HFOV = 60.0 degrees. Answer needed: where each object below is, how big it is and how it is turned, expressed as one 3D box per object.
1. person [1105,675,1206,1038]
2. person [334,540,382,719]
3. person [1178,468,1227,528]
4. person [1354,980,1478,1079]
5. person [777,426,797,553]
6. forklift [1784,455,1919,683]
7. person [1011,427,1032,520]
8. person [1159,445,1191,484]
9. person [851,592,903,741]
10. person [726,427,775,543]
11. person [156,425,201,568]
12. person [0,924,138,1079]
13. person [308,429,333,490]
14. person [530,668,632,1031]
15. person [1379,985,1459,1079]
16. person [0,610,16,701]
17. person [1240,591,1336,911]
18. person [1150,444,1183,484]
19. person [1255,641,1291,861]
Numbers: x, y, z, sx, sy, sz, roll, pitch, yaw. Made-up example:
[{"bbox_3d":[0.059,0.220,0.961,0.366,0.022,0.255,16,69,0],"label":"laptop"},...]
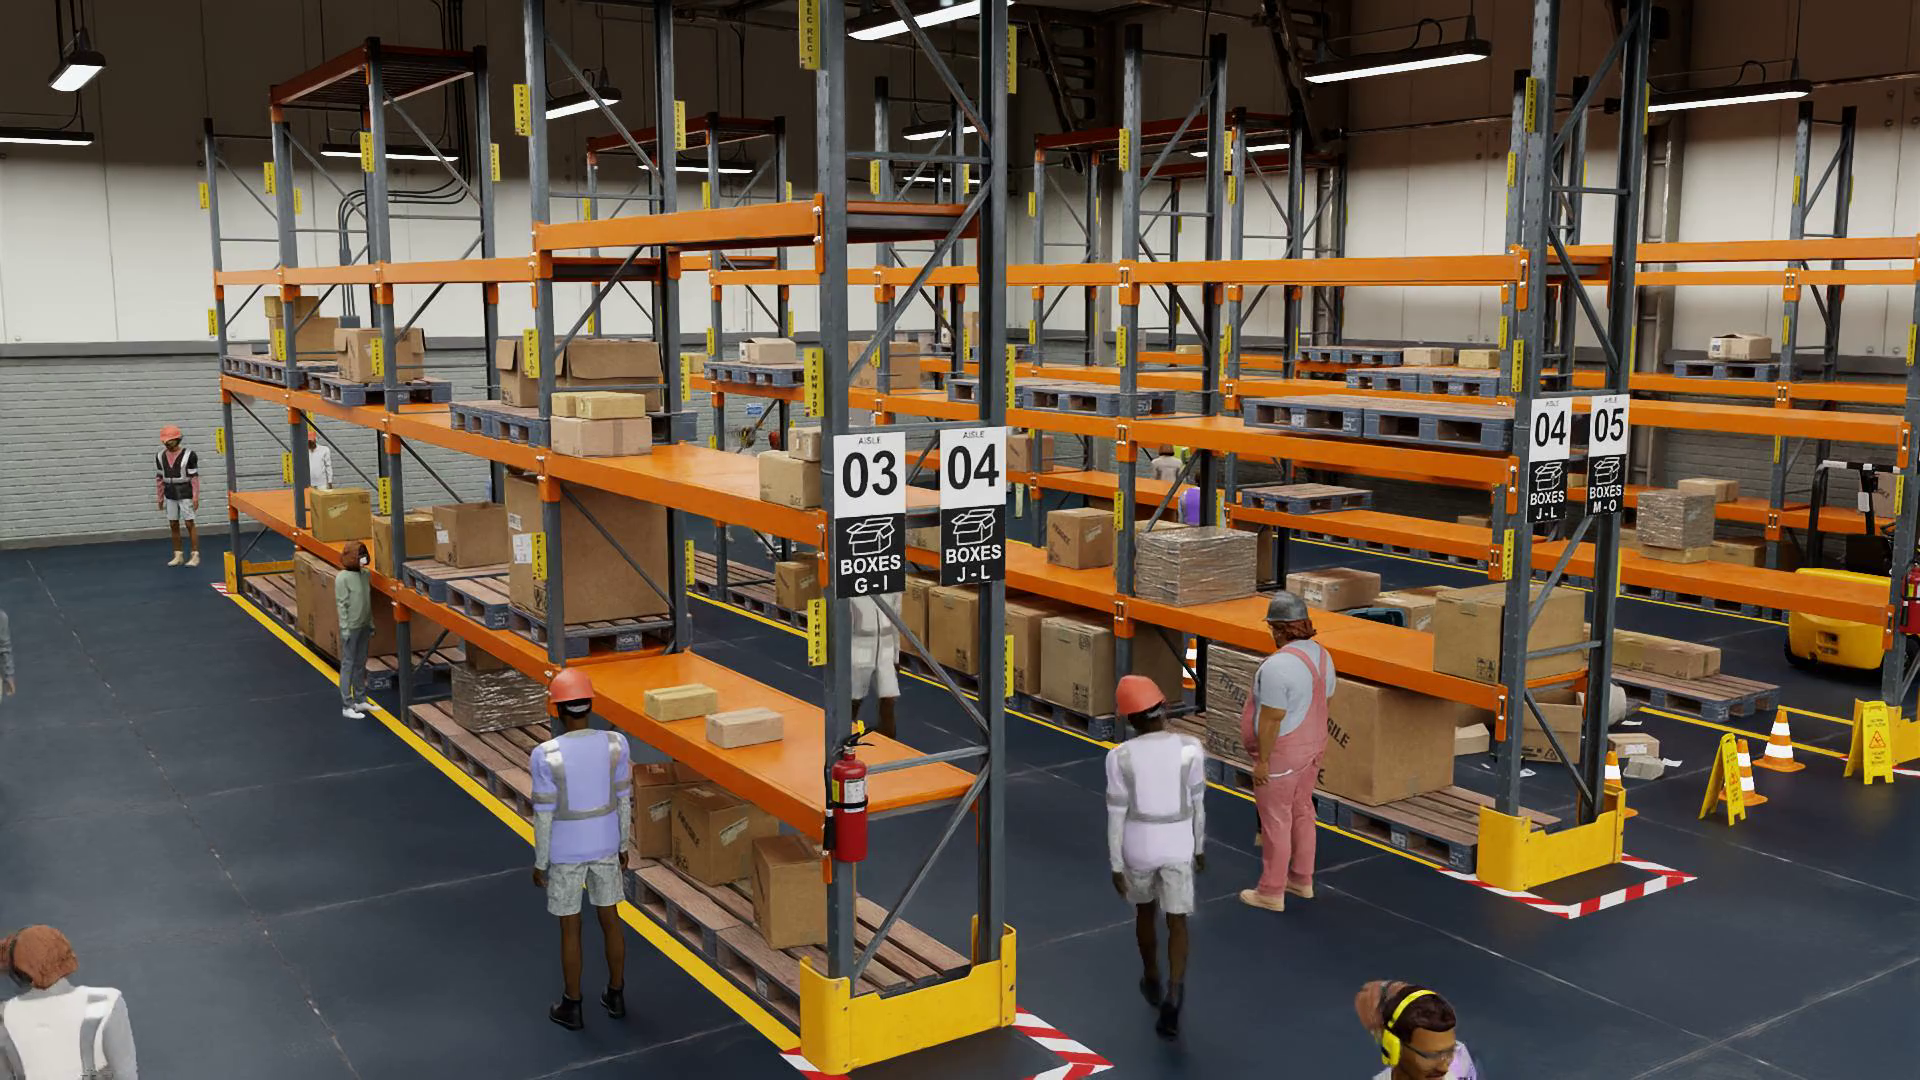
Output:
[{"bbox_3d":[1.050,1.661,8.830,0.557,1.884,0.845,0,9,1],"label":"person"},{"bbox_3d":[-5.549,0.811,15.305,0.279,1.634,0.497,2,9,11],"label":"person"},{"bbox_3d":[2.892,0.045,19.713,0.633,1.846,0.429,7,11,40],"label":"person"},{"bbox_3d":[1.594,2.281,5.621,0.540,1.592,0.540,-7,11,-39],"label":"person"},{"bbox_3d":[-2.620,-0.751,24.901,0.401,1.897,0.707,-1,9,-4],"label":"person"},{"bbox_3d":[9.643,0.253,17.172,2.313,2.155,1.214,-6,10,-33],"label":"forklift"},{"bbox_3d":[1.087,-1.218,28.493,0.580,1.739,0.388,-3,9,-17],"label":"person"},{"bbox_3d":[3.559,-1.068,27.609,0.536,1.696,0.322,1,9,9],"label":"person"},{"bbox_3d":[-0.734,0.930,13.365,0.630,1.990,1.069,-4,10,-26],"label":"person"},{"bbox_3d":[-3.347,-0.843,25.785,0.919,1.840,0.545,1,9,5],"label":"person"},{"bbox_3d":[-11.068,-0.614,23.508,0.610,2.029,0.409,1,9,6],"label":"person"},{"bbox_3d":[-3.294,2.195,6.140,0.527,1.612,0.396,-2,9,-12],"label":"person"},{"bbox_3d":[-10.332,-0.938,26.605,0.575,1.741,0.355,-3,9,-22],"label":"person"},{"bbox_3d":[-2.018,1.635,8.852,0.542,1.929,0.369,-6,10,-33],"label":"person"},{"bbox_3d":[1.338,2.238,5.048,0.535,1.864,0.309,-6,11,-36],"label":"person"},{"bbox_3d":[-7.667,1.107,12.963,0.537,1.742,0.676,-5,10,-31],"label":"person"},{"bbox_3d":[2.059,1.314,10.615,0.535,2.000,0.684,8,11,41],"label":"person"},{"bbox_3d":[3.169,-0.716,25.511,0.501,1.628,0.266,0,9,-2],"label":"person"},{"bbox_3d":[2.220,1.367,11.442,0.317,1.688,0.539,-3,9,-18],"label":"person"}]
